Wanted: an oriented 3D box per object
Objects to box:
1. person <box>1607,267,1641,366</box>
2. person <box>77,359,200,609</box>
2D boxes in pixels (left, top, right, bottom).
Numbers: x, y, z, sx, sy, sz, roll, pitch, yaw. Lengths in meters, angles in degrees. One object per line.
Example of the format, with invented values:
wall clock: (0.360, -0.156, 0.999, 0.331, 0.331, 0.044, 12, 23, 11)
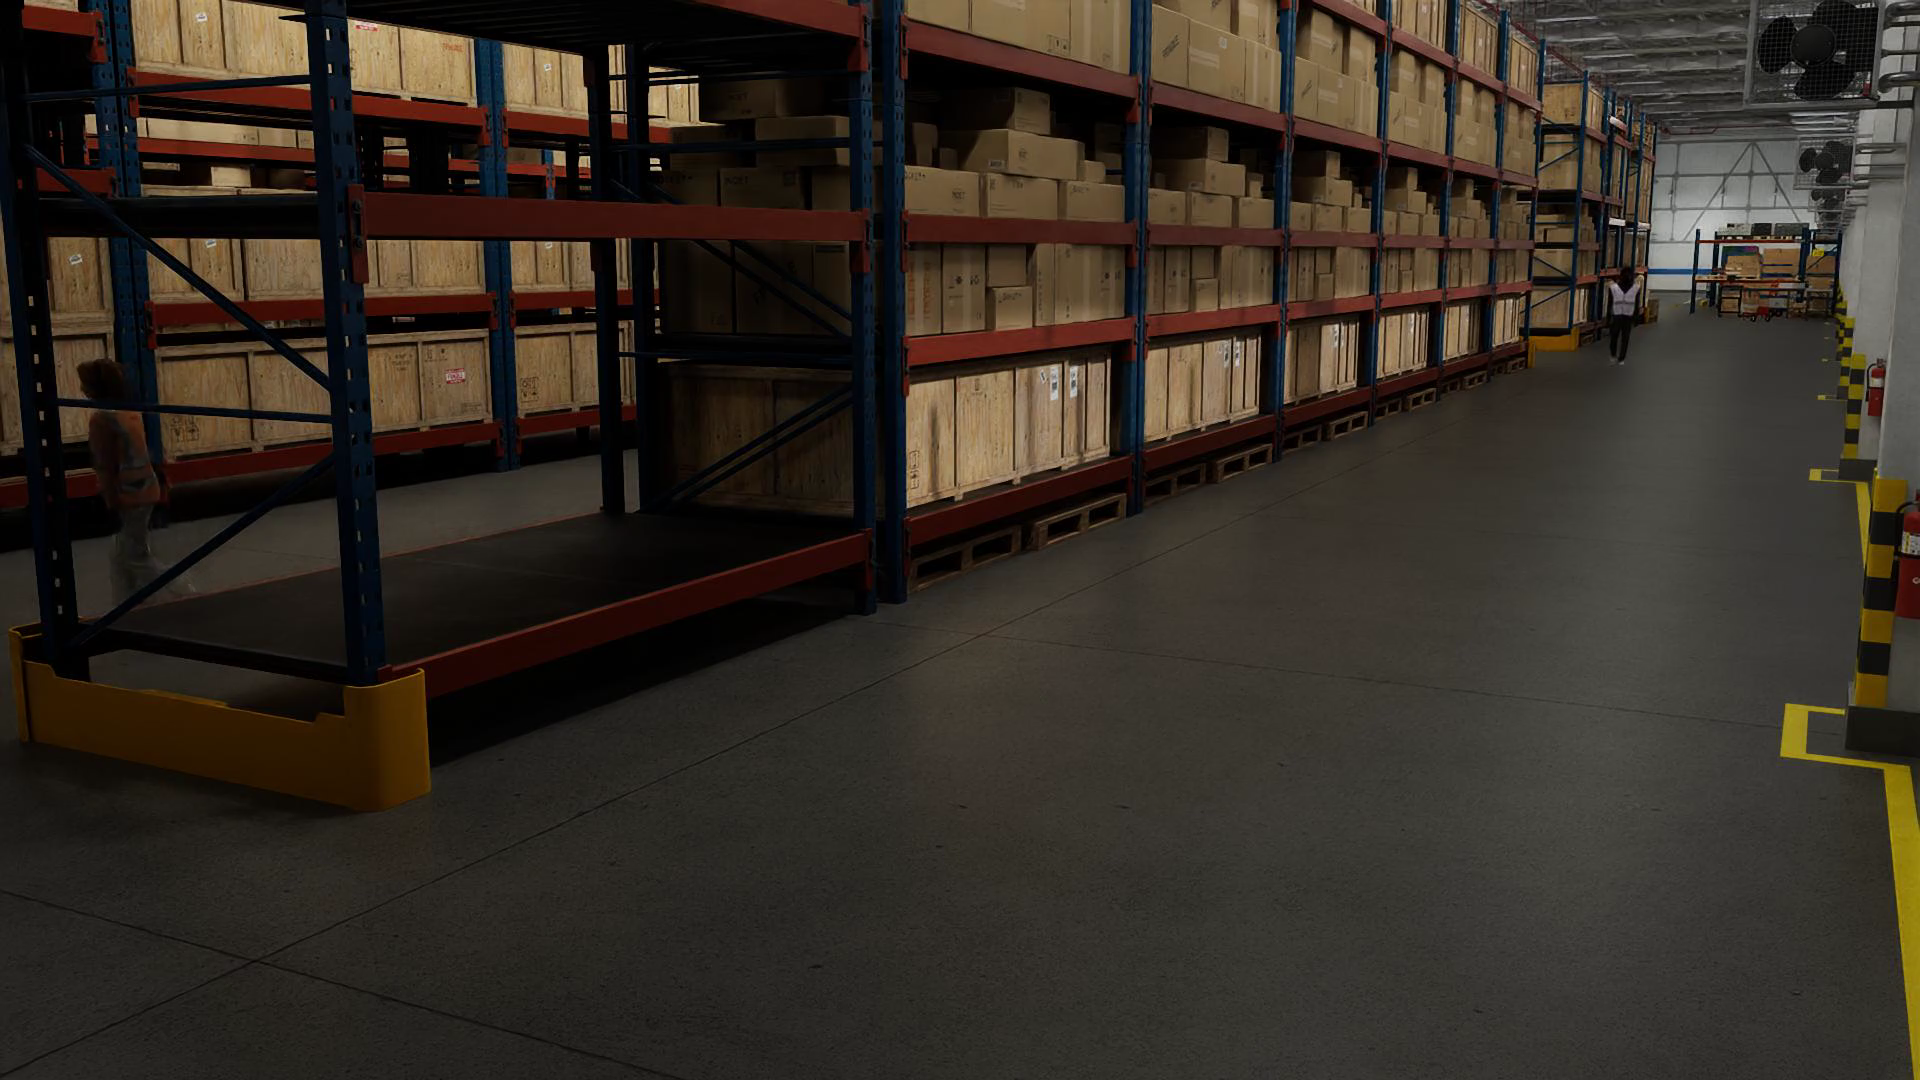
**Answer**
person: (12.840, -4.316, 32.170, 0.594, 1.895, 0.667, 3, 10, 18)
person: (-4.544, -0.213, 9.267, 0.672, 1.605, 0.556, -2, 10, -9)
